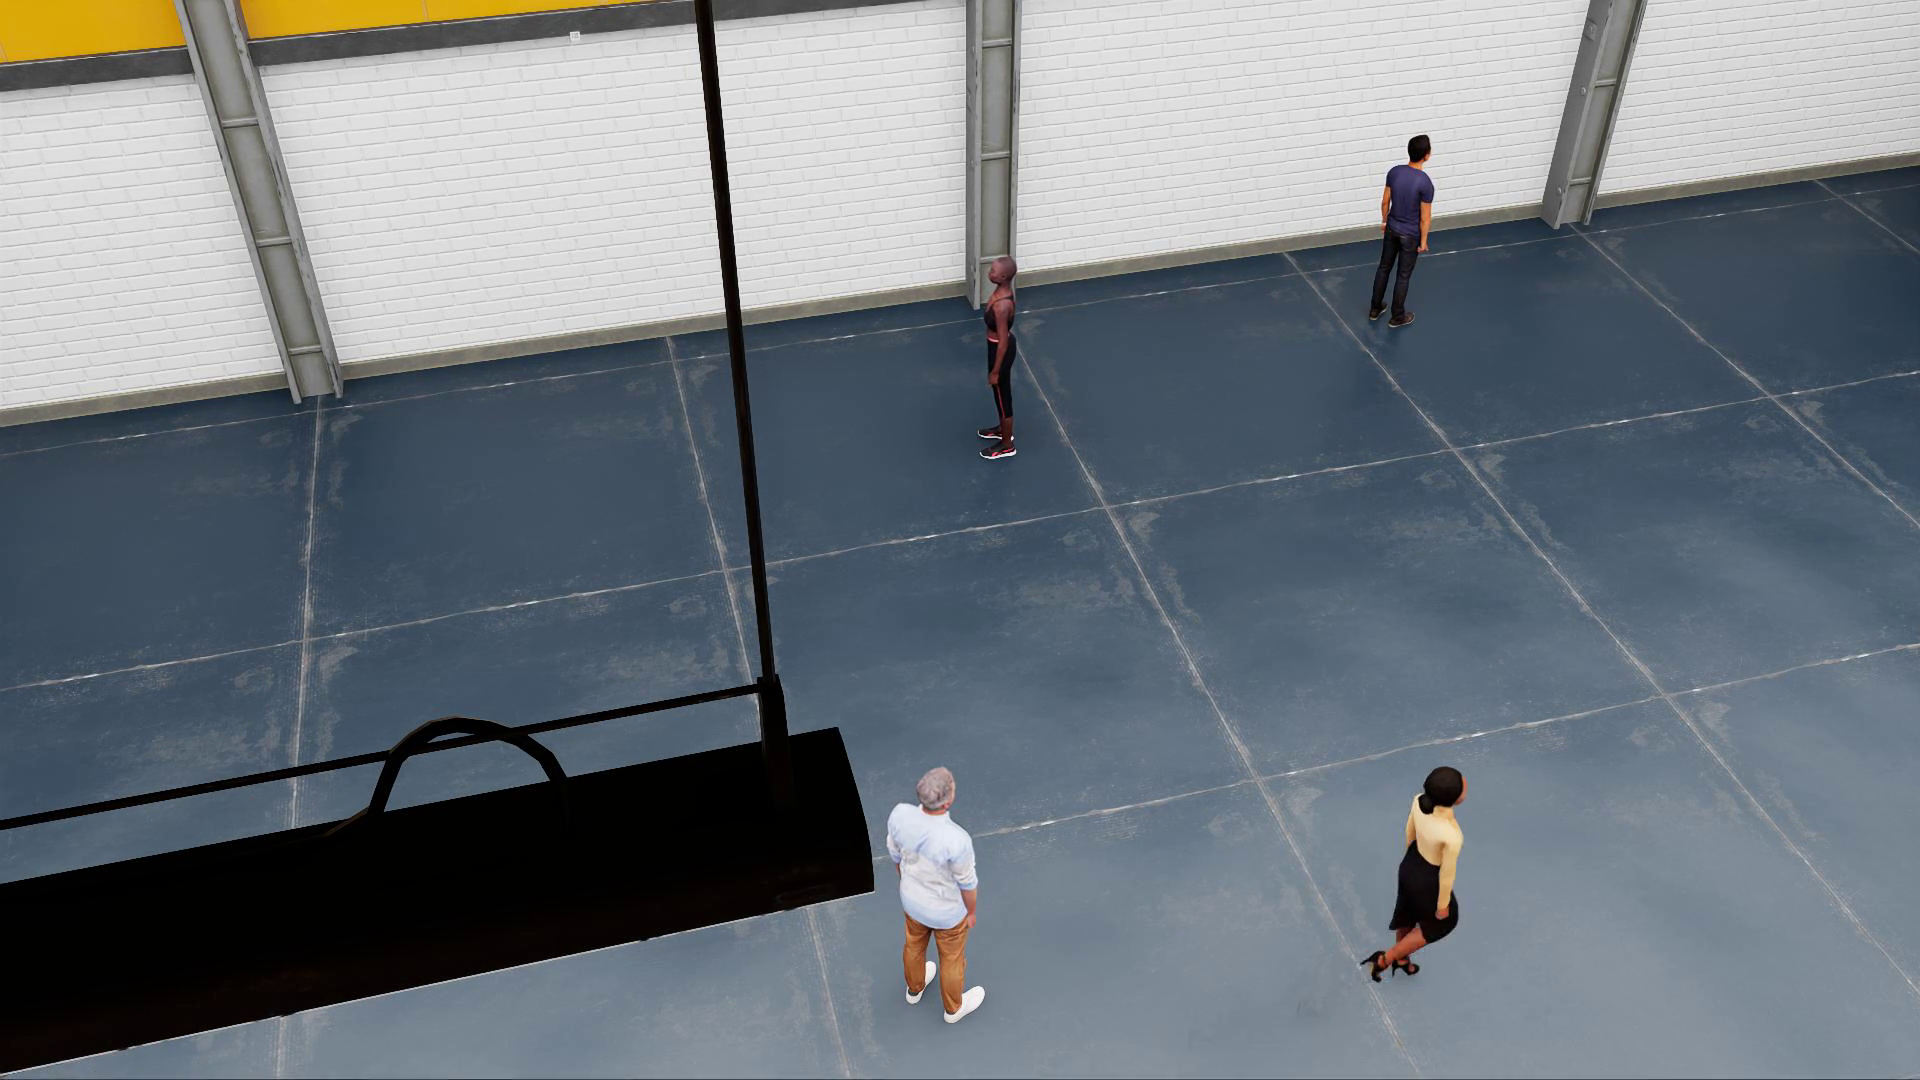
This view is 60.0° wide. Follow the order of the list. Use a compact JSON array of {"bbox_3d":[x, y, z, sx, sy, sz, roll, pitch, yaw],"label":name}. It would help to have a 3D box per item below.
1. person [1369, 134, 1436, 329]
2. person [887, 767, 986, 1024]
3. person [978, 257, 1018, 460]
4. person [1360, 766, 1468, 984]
[{"bbox_3d":[3.901,-2.725,14.664,0.706,1.793,0.715,-32,48,-33],"label":"person"},{"bbox_3d":[-0.130,1.891,8.857,0.763,1.828,0.808,22,44,25],"label":"person"},{"bbox_3d":[0.338,-1.449,13.096,0.627,1.757,0.645,1,39,2],"label":"person"},{"bbox_3d":[2.458,1.873,9.025,0.709,1.646,0.614,-12,40,-14],"label":"person"}]
